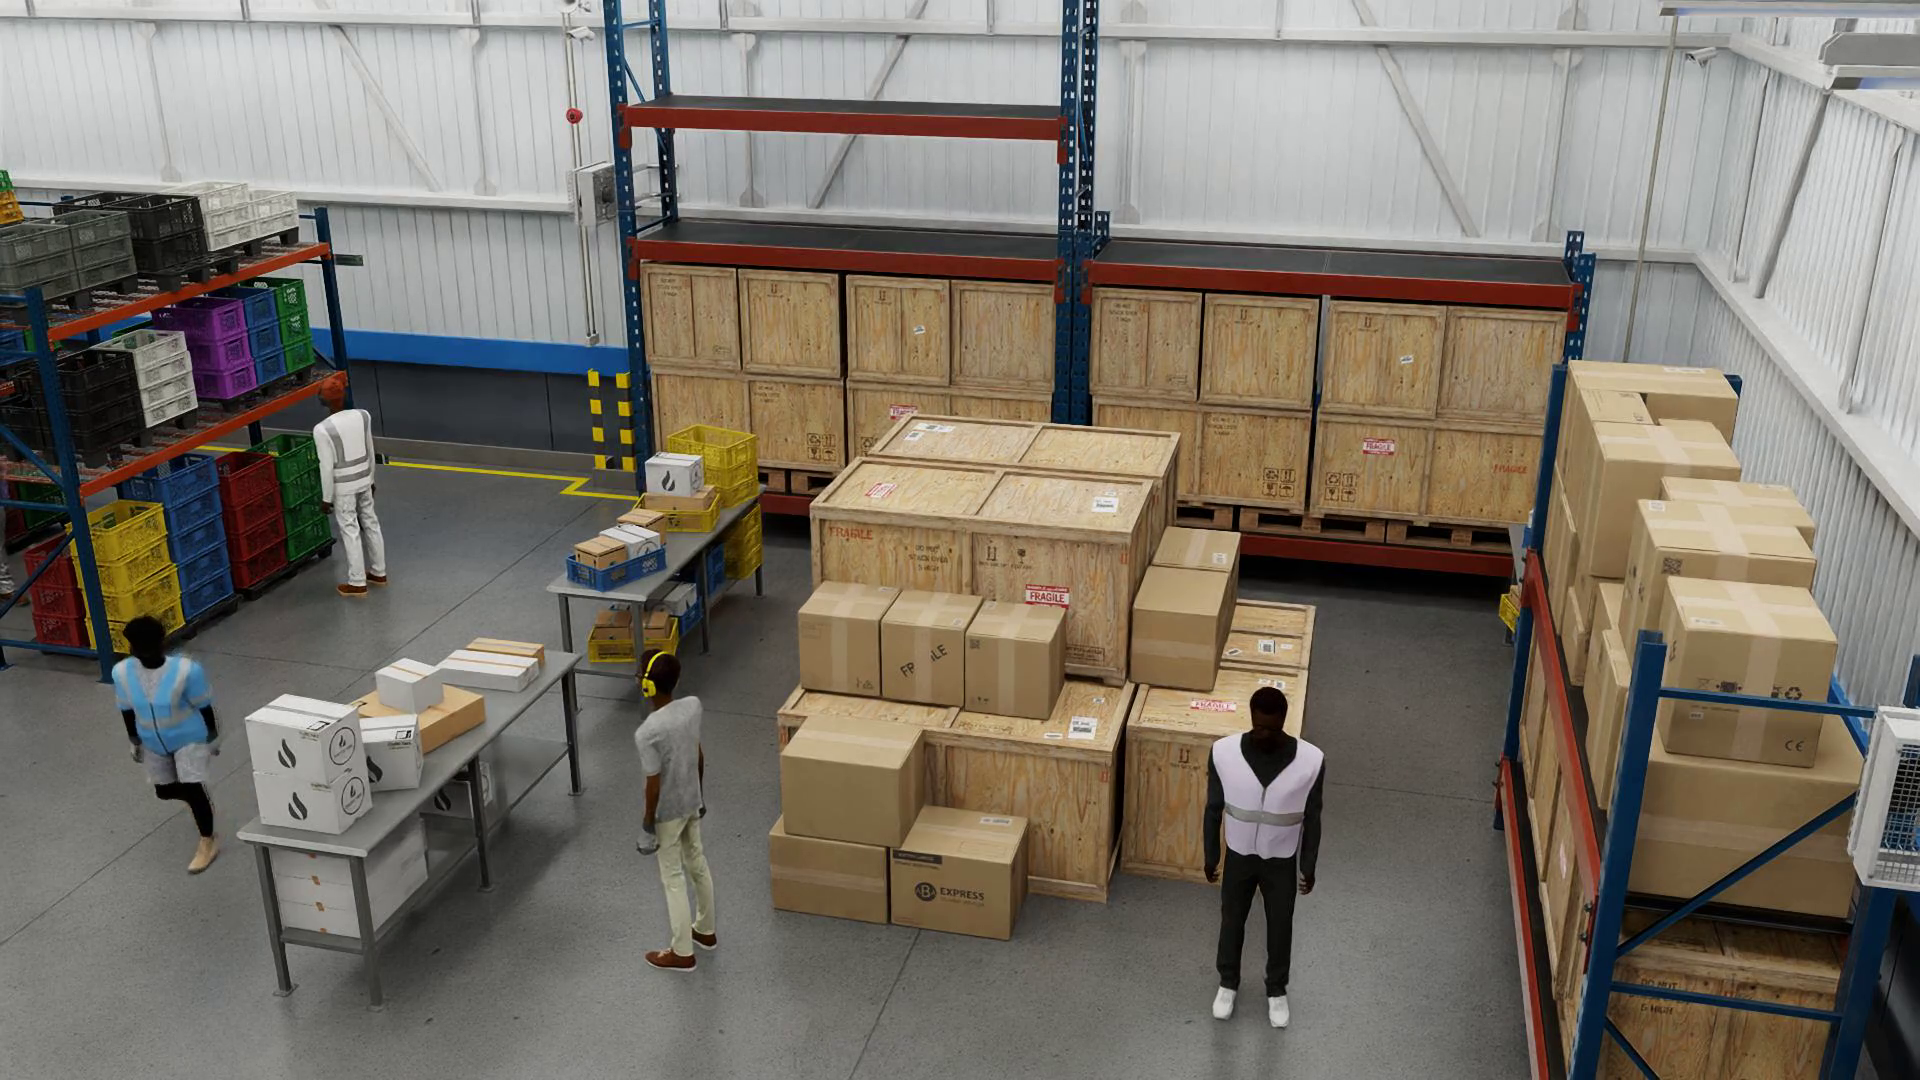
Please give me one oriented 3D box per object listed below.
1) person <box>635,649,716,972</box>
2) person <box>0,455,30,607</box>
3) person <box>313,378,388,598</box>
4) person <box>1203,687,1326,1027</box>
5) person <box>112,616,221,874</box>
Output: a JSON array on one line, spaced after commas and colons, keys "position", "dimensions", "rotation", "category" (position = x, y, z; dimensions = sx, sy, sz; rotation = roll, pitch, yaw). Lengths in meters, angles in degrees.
[{"position": [-1.560, 1.457, 8.971], "dimensions": [0.333, 1.872, 0.515], "rotation": [11, 24, 27], "category": "person"}, {"position": [-8.041, -0.314, 13.520], "dimensions": [0.372, 1.932, 0.635], "rotation": [12, 24, 28], "category": "person"}, {"position": [-5.116, -0.442, 13.923], "dimensions": [0.360, 1.882, 0.574], "rotation": [11, 23, 26], "category": "person"}, {"position": [1.545, 1.600, 8.548], "dimensions": [0.592, 1.911, 0.389], "rotation": [4, 21, 11], "category": "person"}, {"position": [-4.708, 1.159, 10.018], "dimensions": [0.550, 1.666, 0.563], "rotation": [0, 21, 1], "category": "person"}]
